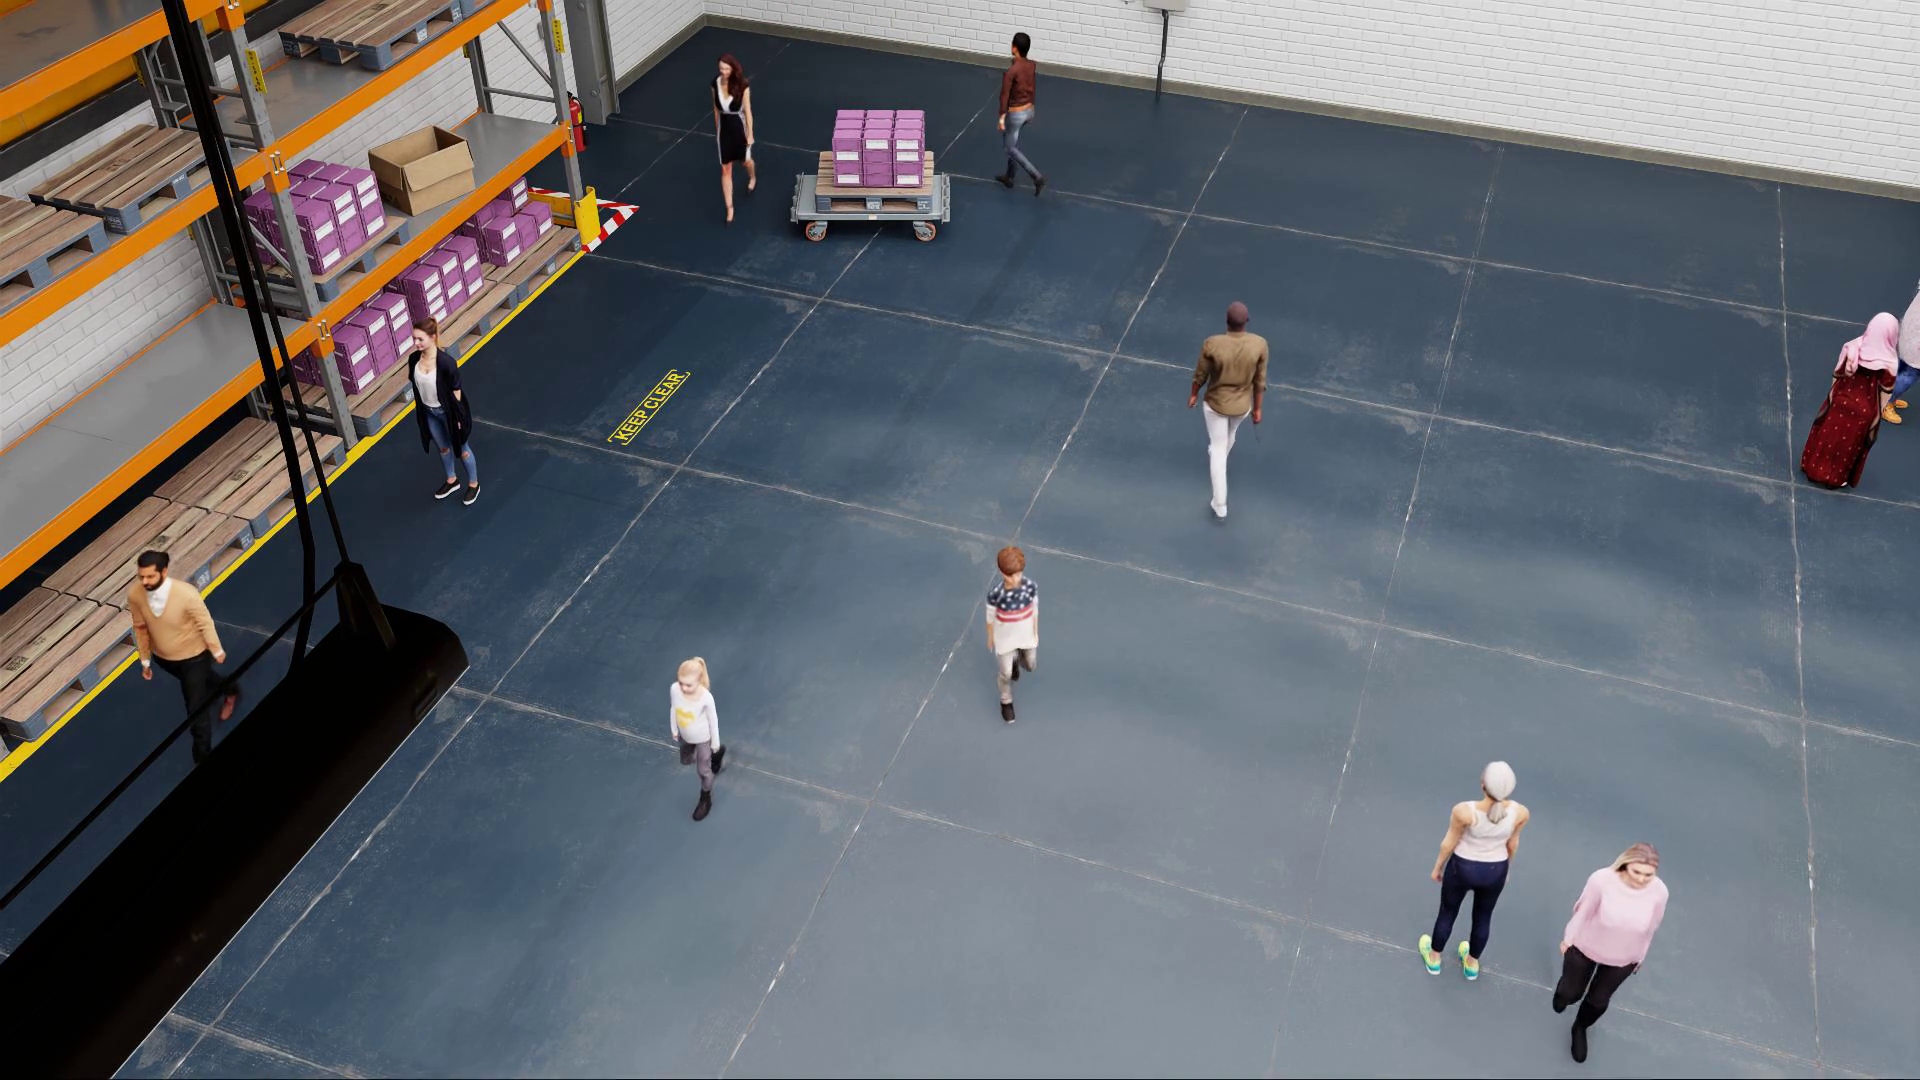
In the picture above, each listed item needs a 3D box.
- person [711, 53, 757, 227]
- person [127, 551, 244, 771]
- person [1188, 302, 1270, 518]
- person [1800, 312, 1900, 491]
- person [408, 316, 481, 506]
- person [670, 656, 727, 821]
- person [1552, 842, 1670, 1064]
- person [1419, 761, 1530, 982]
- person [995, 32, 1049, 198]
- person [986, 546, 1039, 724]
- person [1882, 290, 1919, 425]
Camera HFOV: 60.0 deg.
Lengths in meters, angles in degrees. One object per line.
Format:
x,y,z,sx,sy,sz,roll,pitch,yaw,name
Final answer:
-2.318,-4.249,17.382,0.720,1.752,1.158,6,39,8,person
-5.191,0.716,11.191,0.777,1.719,1.237,6,39,8,person
2.148,-1.016,13.310,1.070,1.781,1.311,-3,39,-4,person
7.312,-1.137,13.578,0.776,1.637,0.762,-27,46,-30,person
-4.170,-1.048,13.428,0.619,1.684,0.534,13,40,15,person
-1.697,1.231,10.910,0.545,1.266,0.754,18,42,21,person
3.616,2.225,9.336,0.641,1.677,0.738,9,40,11,person
3.007,1.943,9.668,0.657,1.704,0.633,2,39,2,person
0.667,-4.482,17.668,0.941,1.759,1.035,29,47,32,person
0.359,0.599,11.574,0.749,1.425,0.845,-10,40,-12,person
8.317,-1.848,14.387,0.780,1.739,0.627,17,42,20,person
